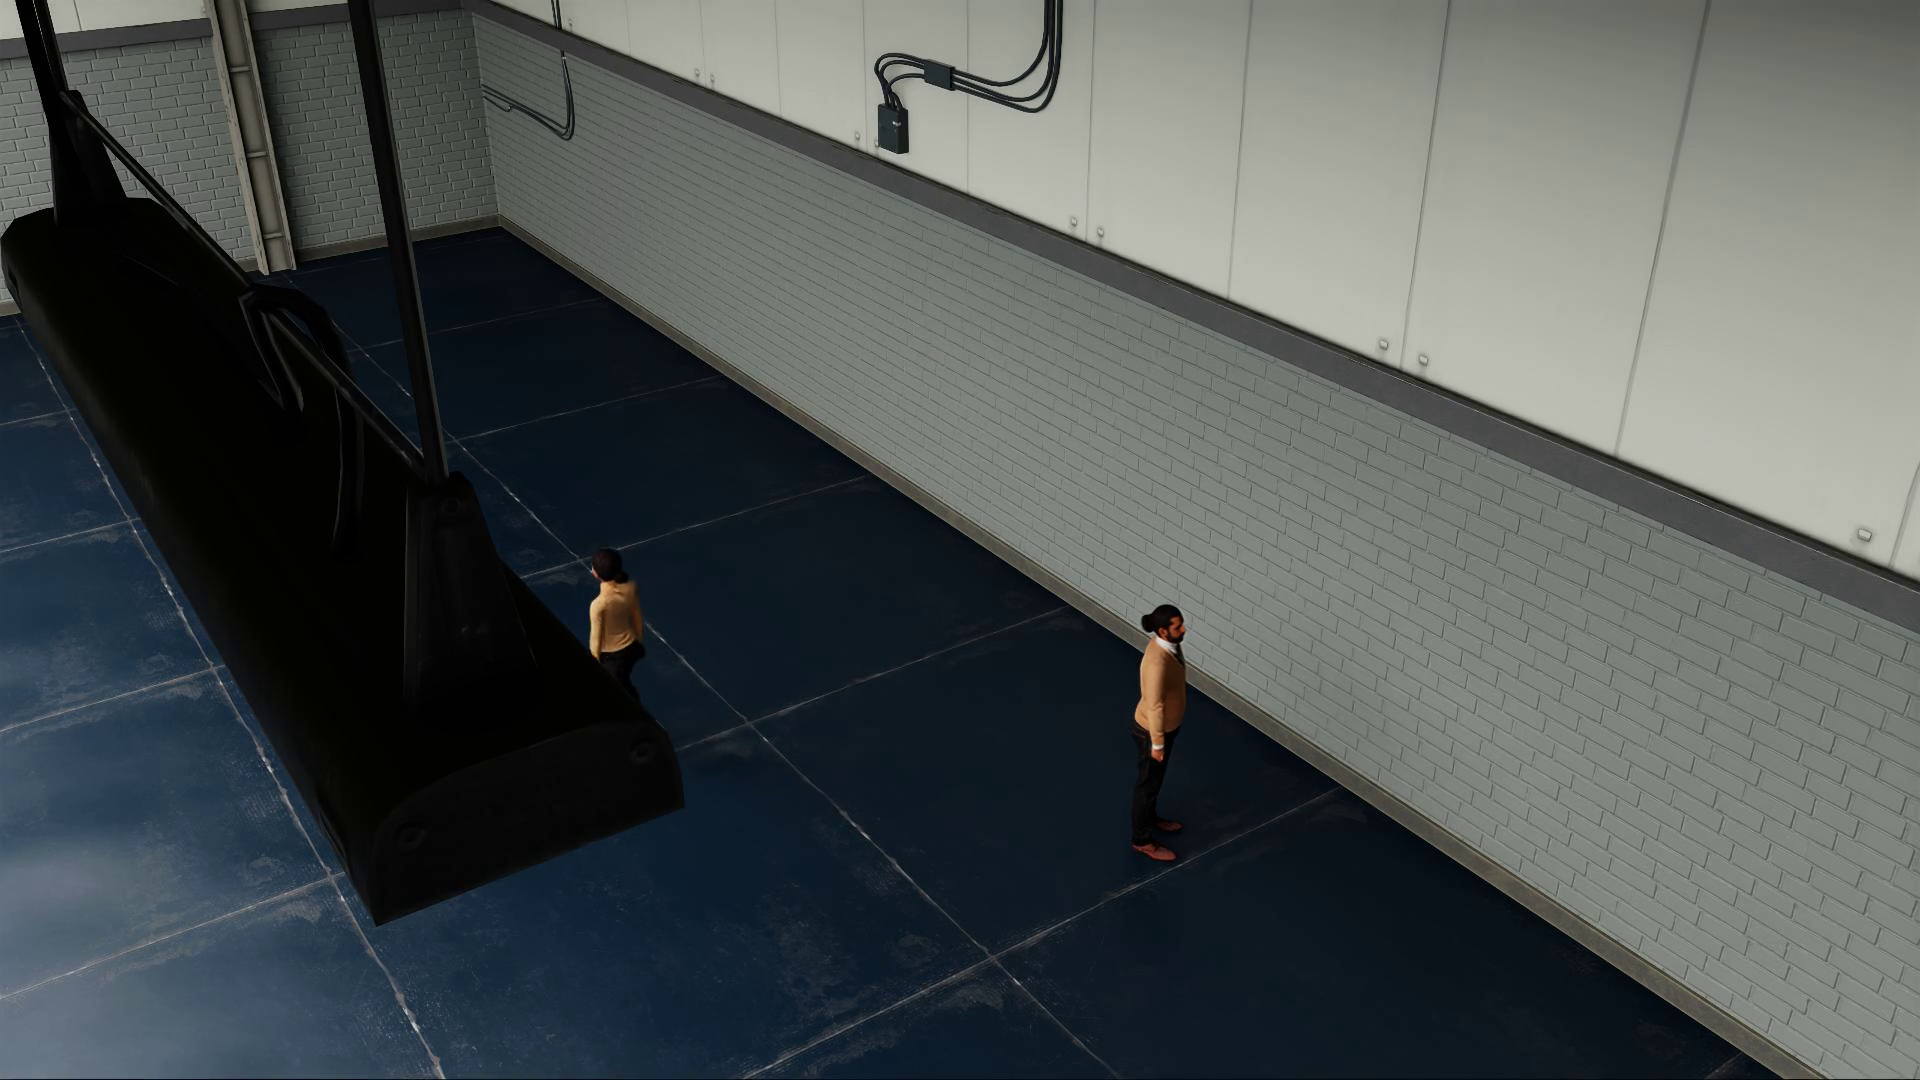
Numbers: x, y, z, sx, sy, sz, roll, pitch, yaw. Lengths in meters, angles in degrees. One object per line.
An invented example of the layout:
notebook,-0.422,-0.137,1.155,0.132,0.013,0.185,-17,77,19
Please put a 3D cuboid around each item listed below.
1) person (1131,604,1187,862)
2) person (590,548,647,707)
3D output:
person,1.244,1.174,10.466,0.818,1.754,0.738,8,29,15
person,-2.252,0.800,11.274,0.764,1.655,0.663,17,32,29
